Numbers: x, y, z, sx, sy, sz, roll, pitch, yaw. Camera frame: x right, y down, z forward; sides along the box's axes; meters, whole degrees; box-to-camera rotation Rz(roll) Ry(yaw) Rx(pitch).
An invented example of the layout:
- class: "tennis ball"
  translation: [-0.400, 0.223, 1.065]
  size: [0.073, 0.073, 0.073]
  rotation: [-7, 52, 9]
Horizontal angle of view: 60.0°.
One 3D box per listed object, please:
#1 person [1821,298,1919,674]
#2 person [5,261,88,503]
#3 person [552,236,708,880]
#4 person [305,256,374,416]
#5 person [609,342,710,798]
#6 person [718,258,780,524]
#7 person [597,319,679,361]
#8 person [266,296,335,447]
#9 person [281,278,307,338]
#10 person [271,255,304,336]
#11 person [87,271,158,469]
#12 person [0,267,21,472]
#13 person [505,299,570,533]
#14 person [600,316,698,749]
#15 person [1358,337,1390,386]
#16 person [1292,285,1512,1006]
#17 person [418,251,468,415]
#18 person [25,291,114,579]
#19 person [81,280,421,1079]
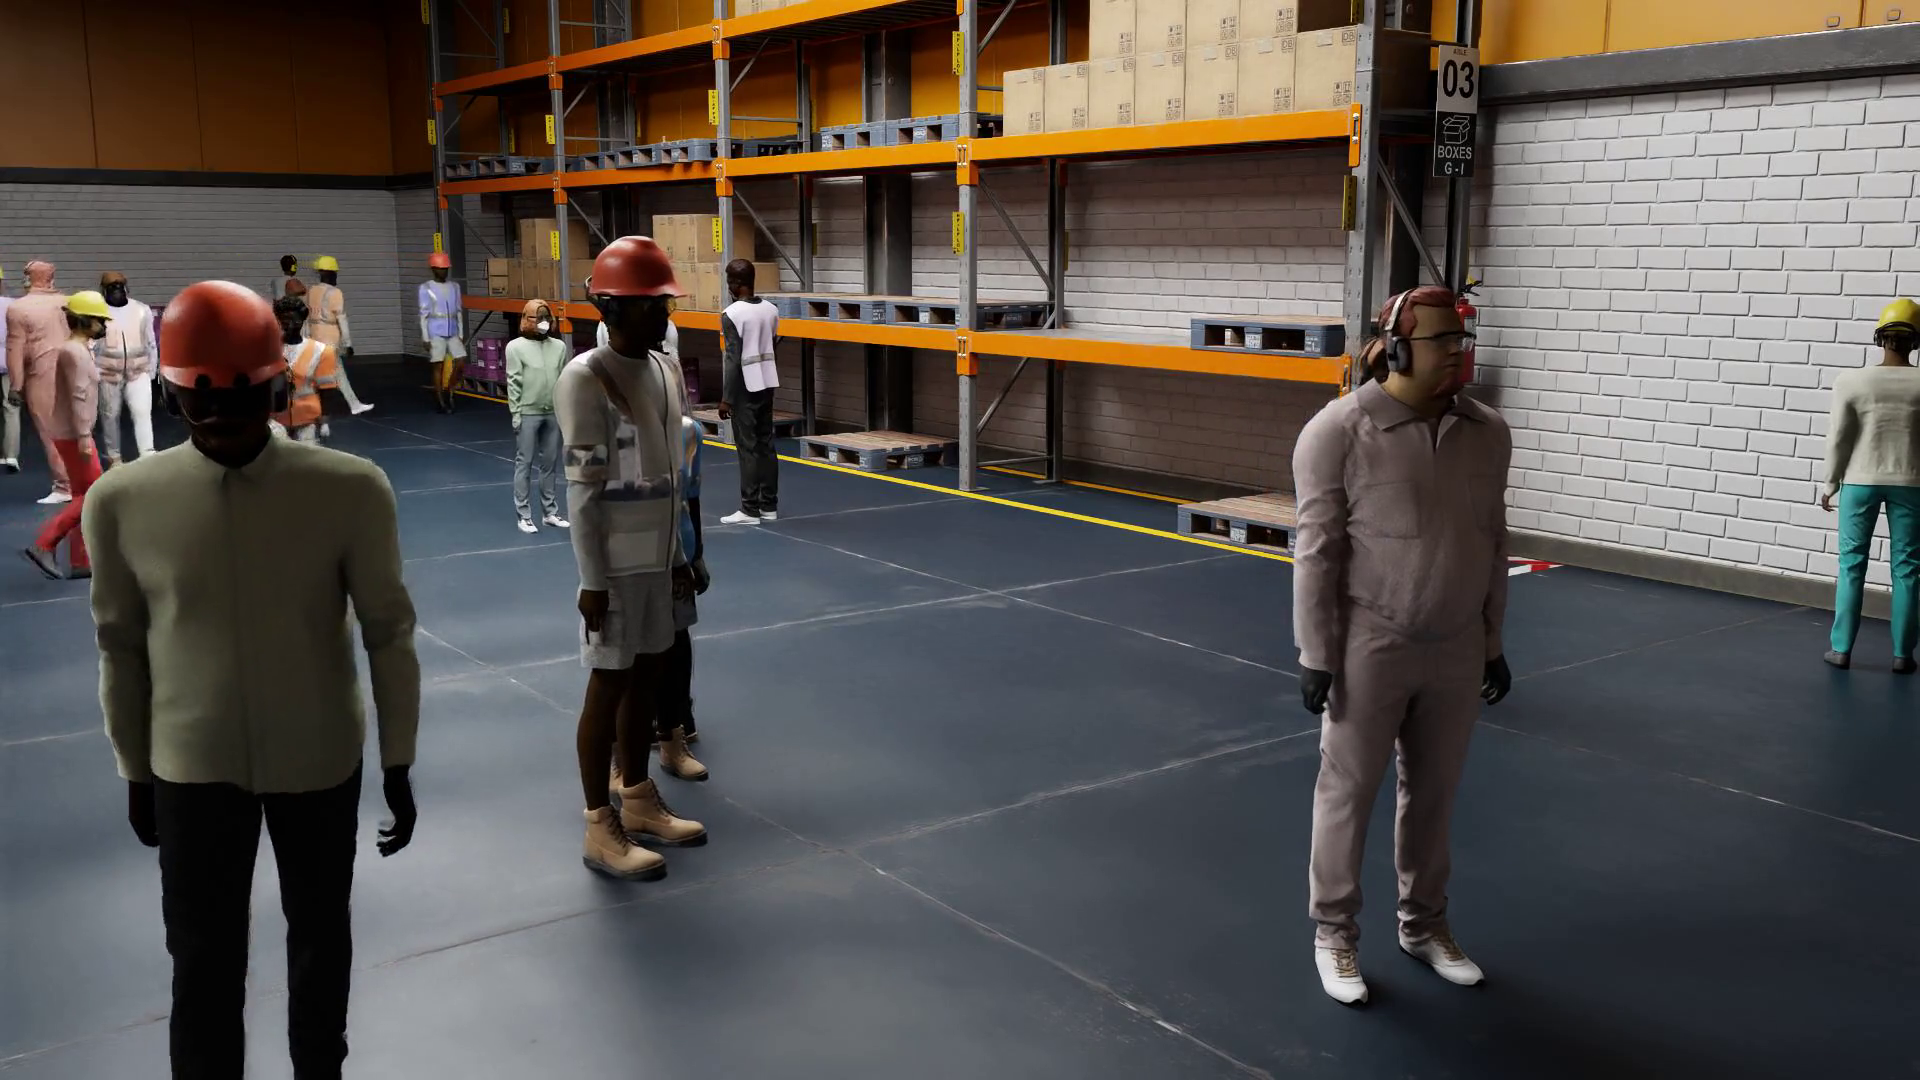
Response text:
- class: "person"
  translation: [4.369, -0.250, 7.862]
  size: [0.535, 1.767, 0.315]
  rotation: [4, 11, 23]
- class: "person"
  translation: [-7.171, -1.231, 13.080]
  size: [0.636, 1.883, 0.656]
  rotation: [4, 11, 21]
- class: "person"
  translation: [-1.039, 0.051, 5.394]
  size: [0.396, 2.044, 0.609]
  rotation: [4, 11, 19]
- class: "person"
  translation: [-7.271, -2.332, 19.214]
  size: [0.606, 1.875, 1.017]
  rotation: [8, 13, 37]
- class: "person"
  translation: [-1.163, 0.089, 6.156]
  size: [0.535, 1.697, 0.318]
  rotation: [-9, 13, -41]
- class: "person"
  translation: [-1.516, -1.067, 12.018]
  size: [0.392, 1.915, 0.587]
  rotation: [5, 11, 27]
- class: "person"
  translation: [-2.275, -0.979, 11.751]
  size: [0.589, 1.835, 0.404]
  rotation: [-1, 10, -4]
- class: "person"
  translation: [-4.466, -0.789, 11.132]
  size: [0.555, 1.668, 0.411]
  rotation: [-3, 11, -17]
- class: "person"
  translation: [-8.184, -2.475, 20.774]
  size: [0.554, 1.591, 0.806]
  rotation: [-4, 11, -19]
- class: "person"
  translation: [-9.082, -2.928, 22.593]
  size: [0.520, 1.865, 0.329]
  rotation: [2, 10, 10]
- class: "person"
  translation: [-7.356, -1.457, 14.587]
  size: [0.625, 1.789, 0.984]
  rotation: [-7, 12, -35]
- class: "person"
  translation: [-8.576, -1.551, 14.856]
  size: [0.607, 1.880, 1.002]
  rotation: [-5, 11, -28]
- class: "person"
  translation: [-2.959, -0.874, 11.725]
  size: [0.286, 1.633, 0.500]
  rotation: [9, 13, 40]
- class: "person"
  translation: [-1.296, -0.132, 6.671]
  size: [0.454, 1.960, 0.647]
  rotation: [-3, 11, -16]
- class: "person"
  translation: [1.867, -0.069, 7.257]
  size: [0.531, 1.608, 0.740]
  rotation: [-4, 11, -19]
- class: "person"
  translation: [1.204, 0.285, 4.469]
  size: [0.649, 1.908, 0.409]
  rotation: [-3, 11, -18]
- class: "person"
  translation: [-6.095, -2.432, 19.632]
  size: [0.417, 1.921, 0.576]
  rotation: [9, 14, 42]
- class: "person"
  translation: [-5.285, -0.612, 9.949]
  size: [0.525, 1.739, 0.542]
  rotation: [-6, 12, -29]
- class: "person"
  translation: [-1.400, 0.467, 3.359]
  size: [0.611, 1.941, 0.975]
  rotation: [-4, 11, -22]
